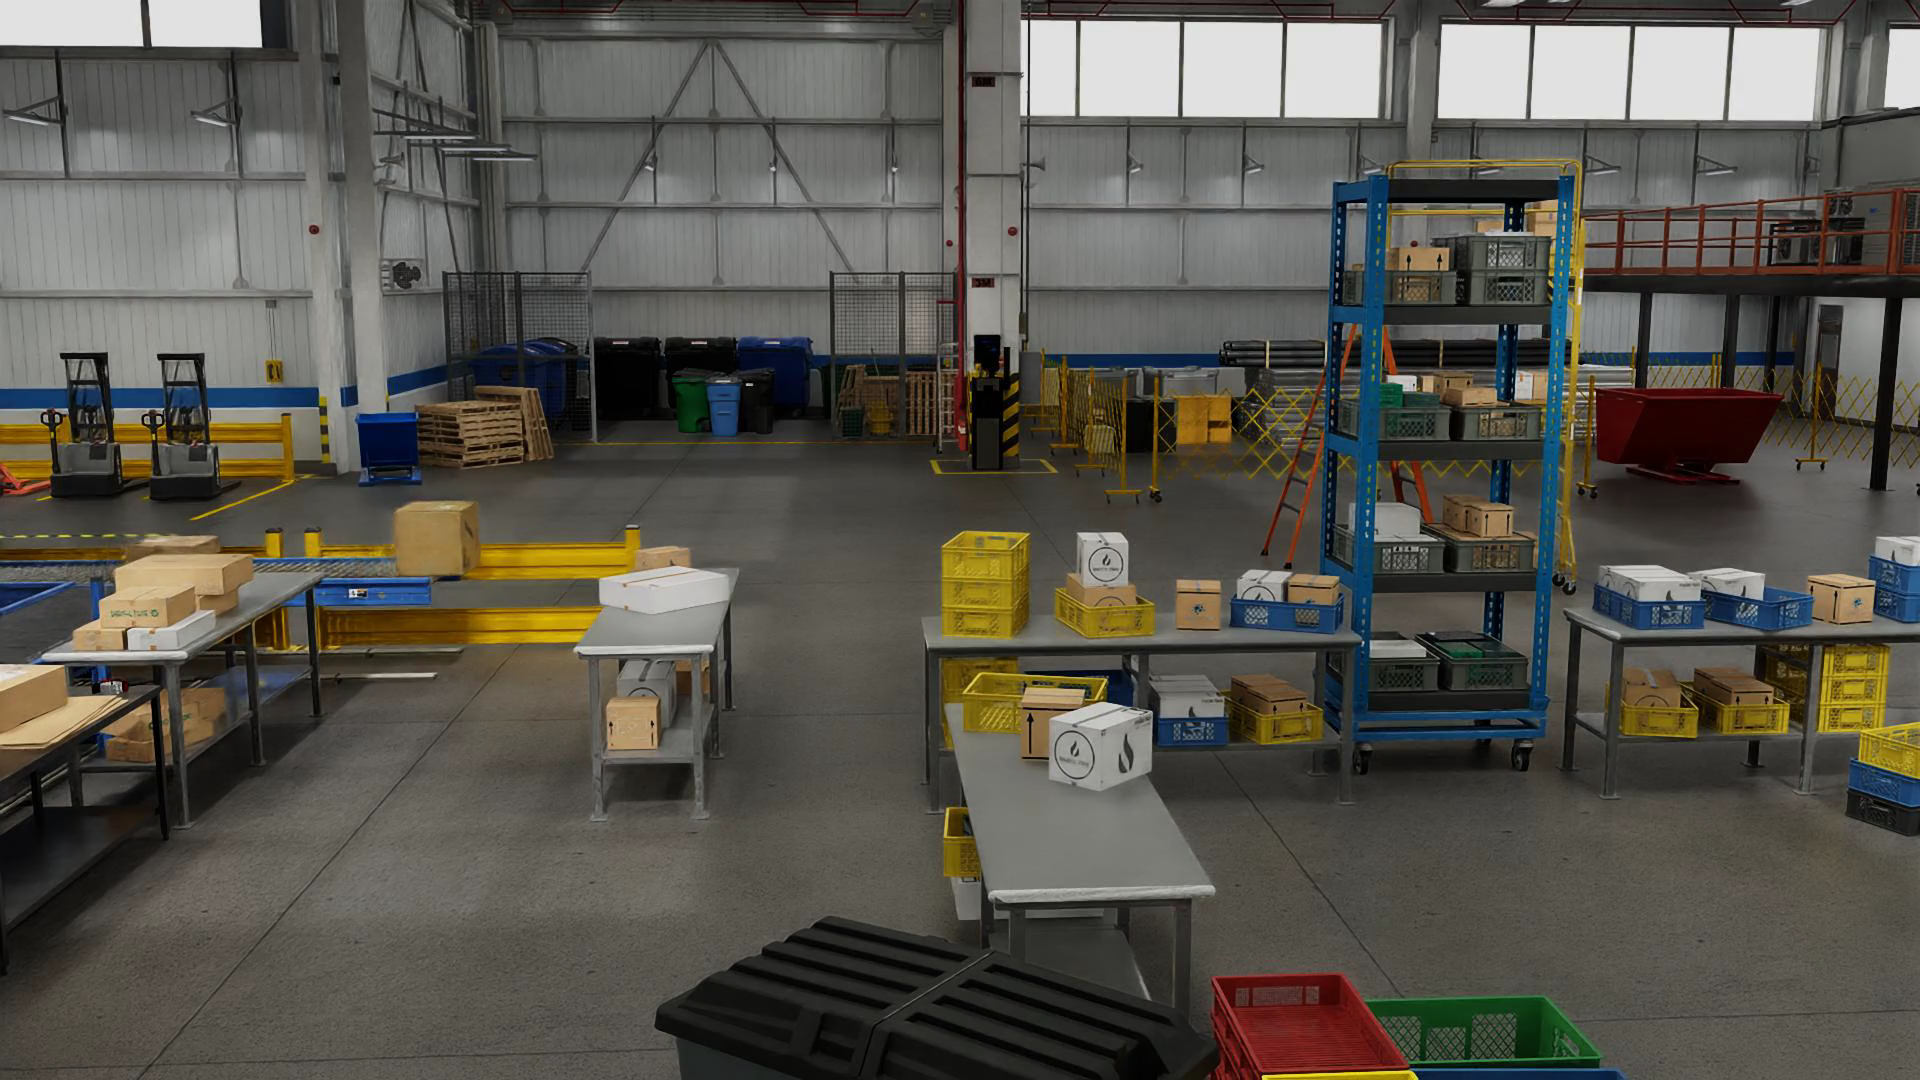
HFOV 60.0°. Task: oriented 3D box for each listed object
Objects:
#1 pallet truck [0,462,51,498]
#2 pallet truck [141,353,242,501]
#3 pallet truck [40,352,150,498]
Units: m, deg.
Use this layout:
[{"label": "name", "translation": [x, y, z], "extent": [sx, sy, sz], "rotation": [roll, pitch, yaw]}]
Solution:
[{"label": "pallet truck", "translation": [-13.193, -1.293, 23.148], "extent": [0.653, 1.274, 1.630], "rotation": [-1, 9, -4]}, {"label": "pallet truck", "translation": [-10.520, -1.604, 22.925], "extent": [0.823, 1.965, 1.885], "rotation": [-1, 9, -6]}, {"label": "pallet truck", "translation": [-11.907, -1.642, 23.165], "extent": [0.823, 1.965, 1.885], "rotation": [0, 9, 0]}]
